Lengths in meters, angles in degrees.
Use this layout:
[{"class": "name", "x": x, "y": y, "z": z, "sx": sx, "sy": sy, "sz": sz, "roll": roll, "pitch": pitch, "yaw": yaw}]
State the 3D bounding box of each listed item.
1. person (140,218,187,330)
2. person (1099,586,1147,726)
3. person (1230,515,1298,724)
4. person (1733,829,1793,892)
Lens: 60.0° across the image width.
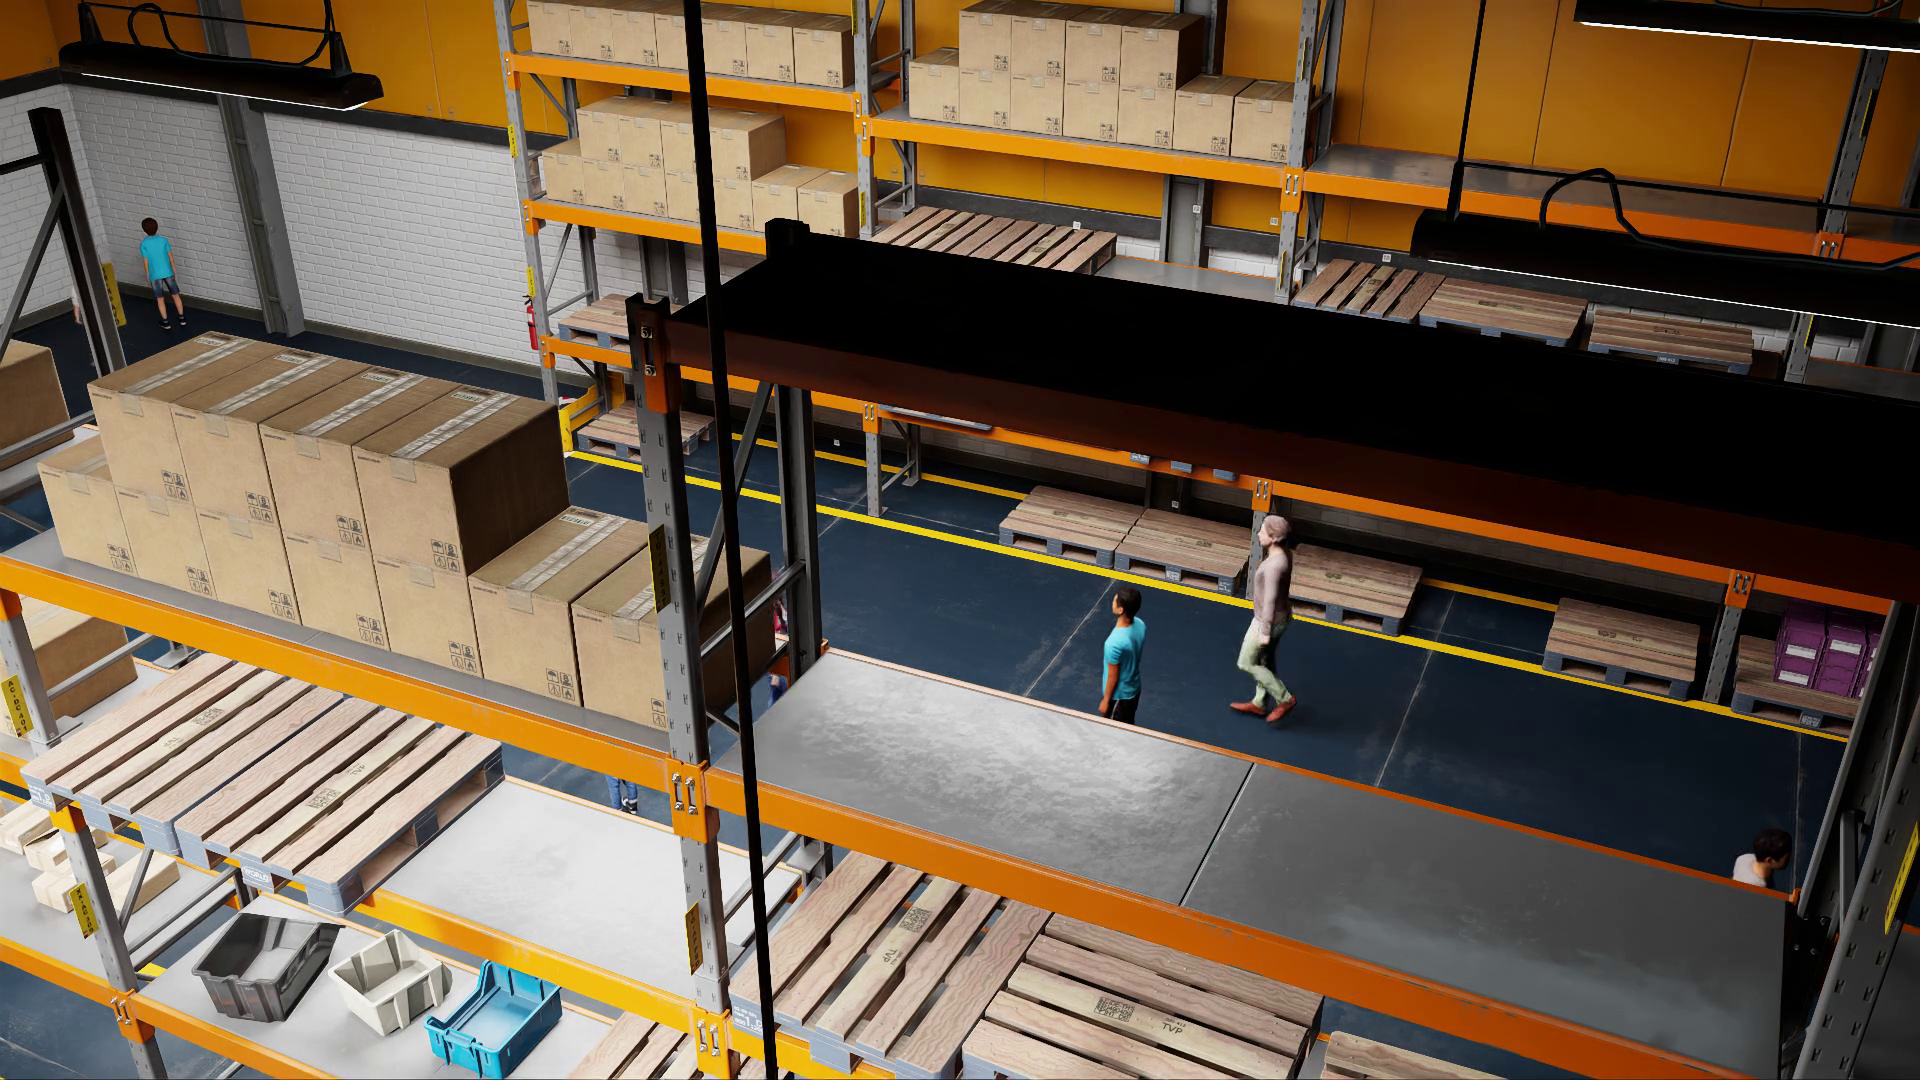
[{"class": "person", "x": -10.300, "y": -3.455, "z": 21.435, "sx": 0.588, "sy": 1.448, "sz": 0.591, "roll": -23, "pitch": 36, "yaw": -35}, {"class": "person", "x": 1.245, "y": 1.140, "z": 12.669, "sx": 0.543, "sy": 1.776, "sz": 0.627, "roll": 16, "pitch": 32, "yaw": 26}, {"class": "person", "x": 2.583, "y": 0.673, "z": 13.433, "sx": 0.814, "sy": 1.865, "sz": 0.742, "roll": 9, "pitch": 30, "yaw": 15}, {"class": "person", "x": 4.826, "y": 2.464, "z": 10.300, "sx": 0.566, "sy": 1.719, "sz": 0.626, "roll": 9, "pitch": 30, "yaw": 16}]
